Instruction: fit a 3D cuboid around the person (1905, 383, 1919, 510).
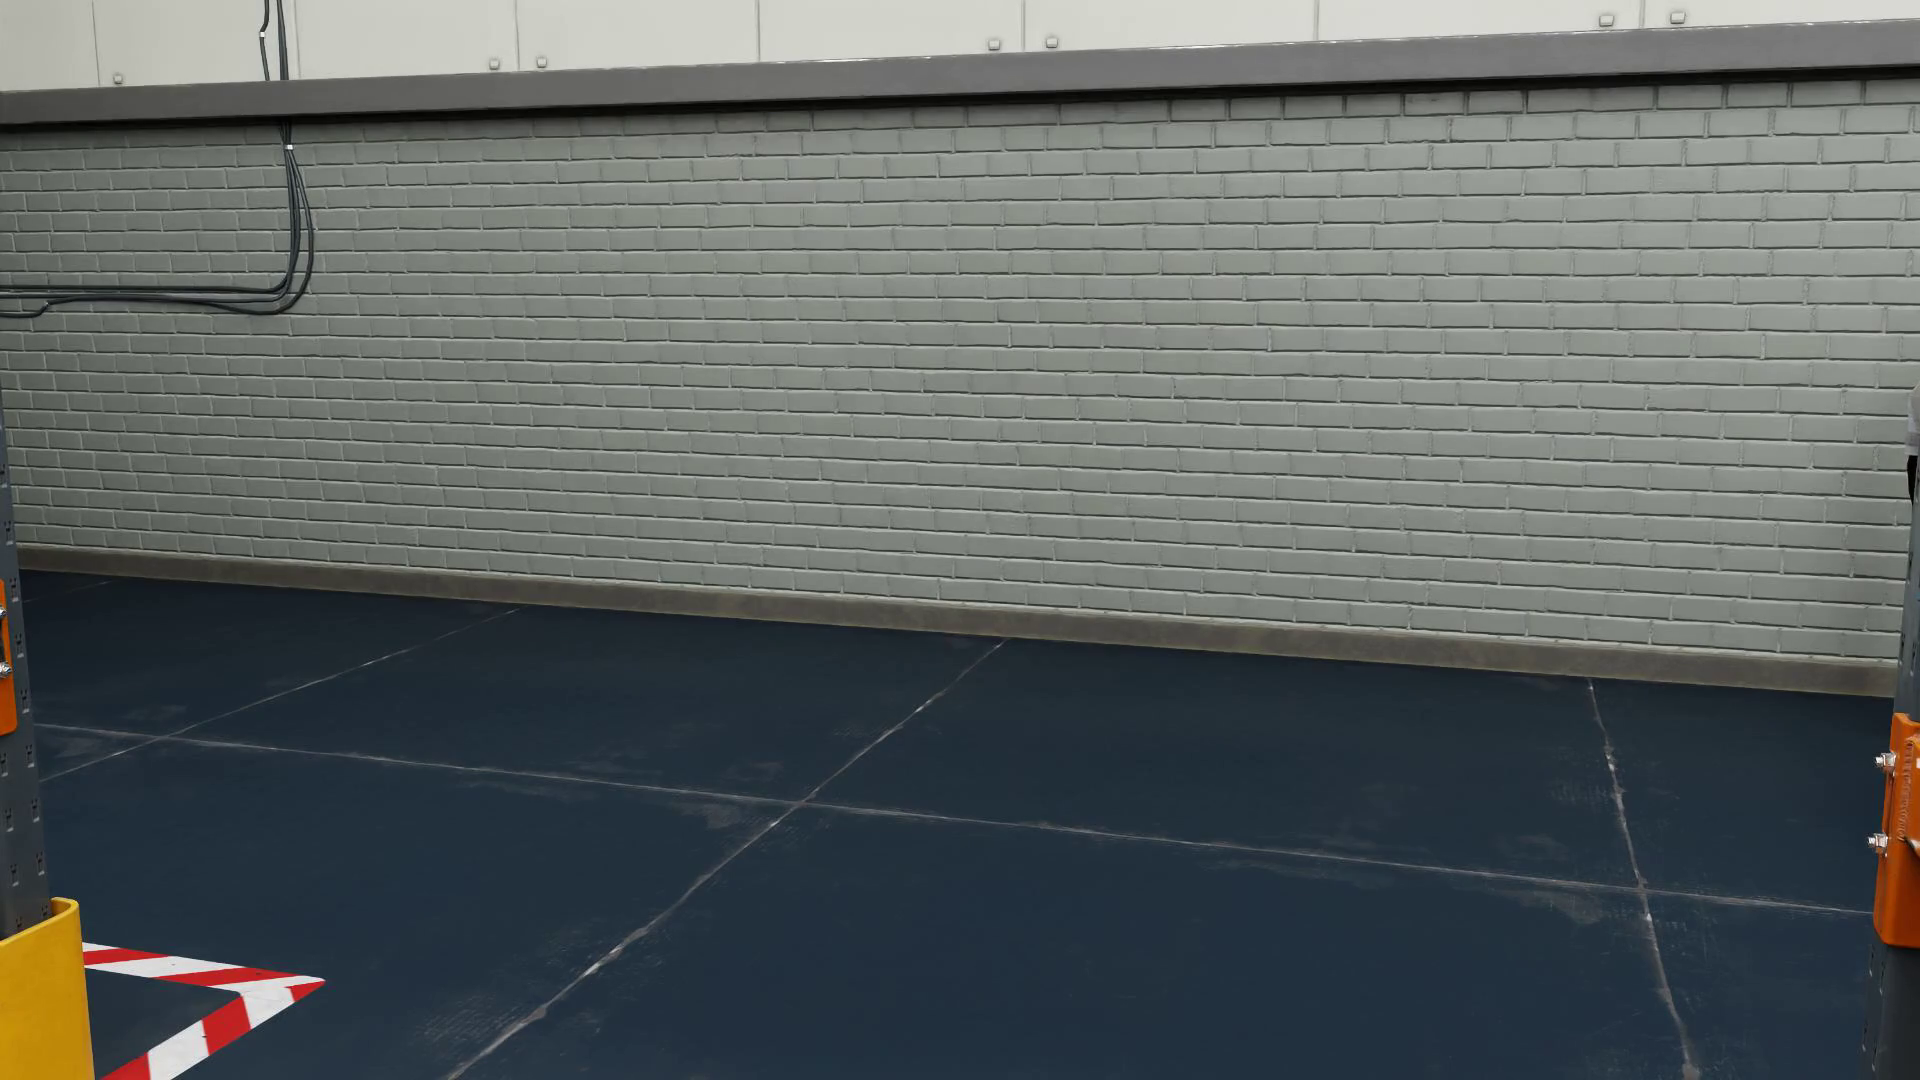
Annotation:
[{"bbox_3d":[4.233,-0.069,6.974,0.367,1.965,0.607,-2,10,-14],"label":"person"}]
